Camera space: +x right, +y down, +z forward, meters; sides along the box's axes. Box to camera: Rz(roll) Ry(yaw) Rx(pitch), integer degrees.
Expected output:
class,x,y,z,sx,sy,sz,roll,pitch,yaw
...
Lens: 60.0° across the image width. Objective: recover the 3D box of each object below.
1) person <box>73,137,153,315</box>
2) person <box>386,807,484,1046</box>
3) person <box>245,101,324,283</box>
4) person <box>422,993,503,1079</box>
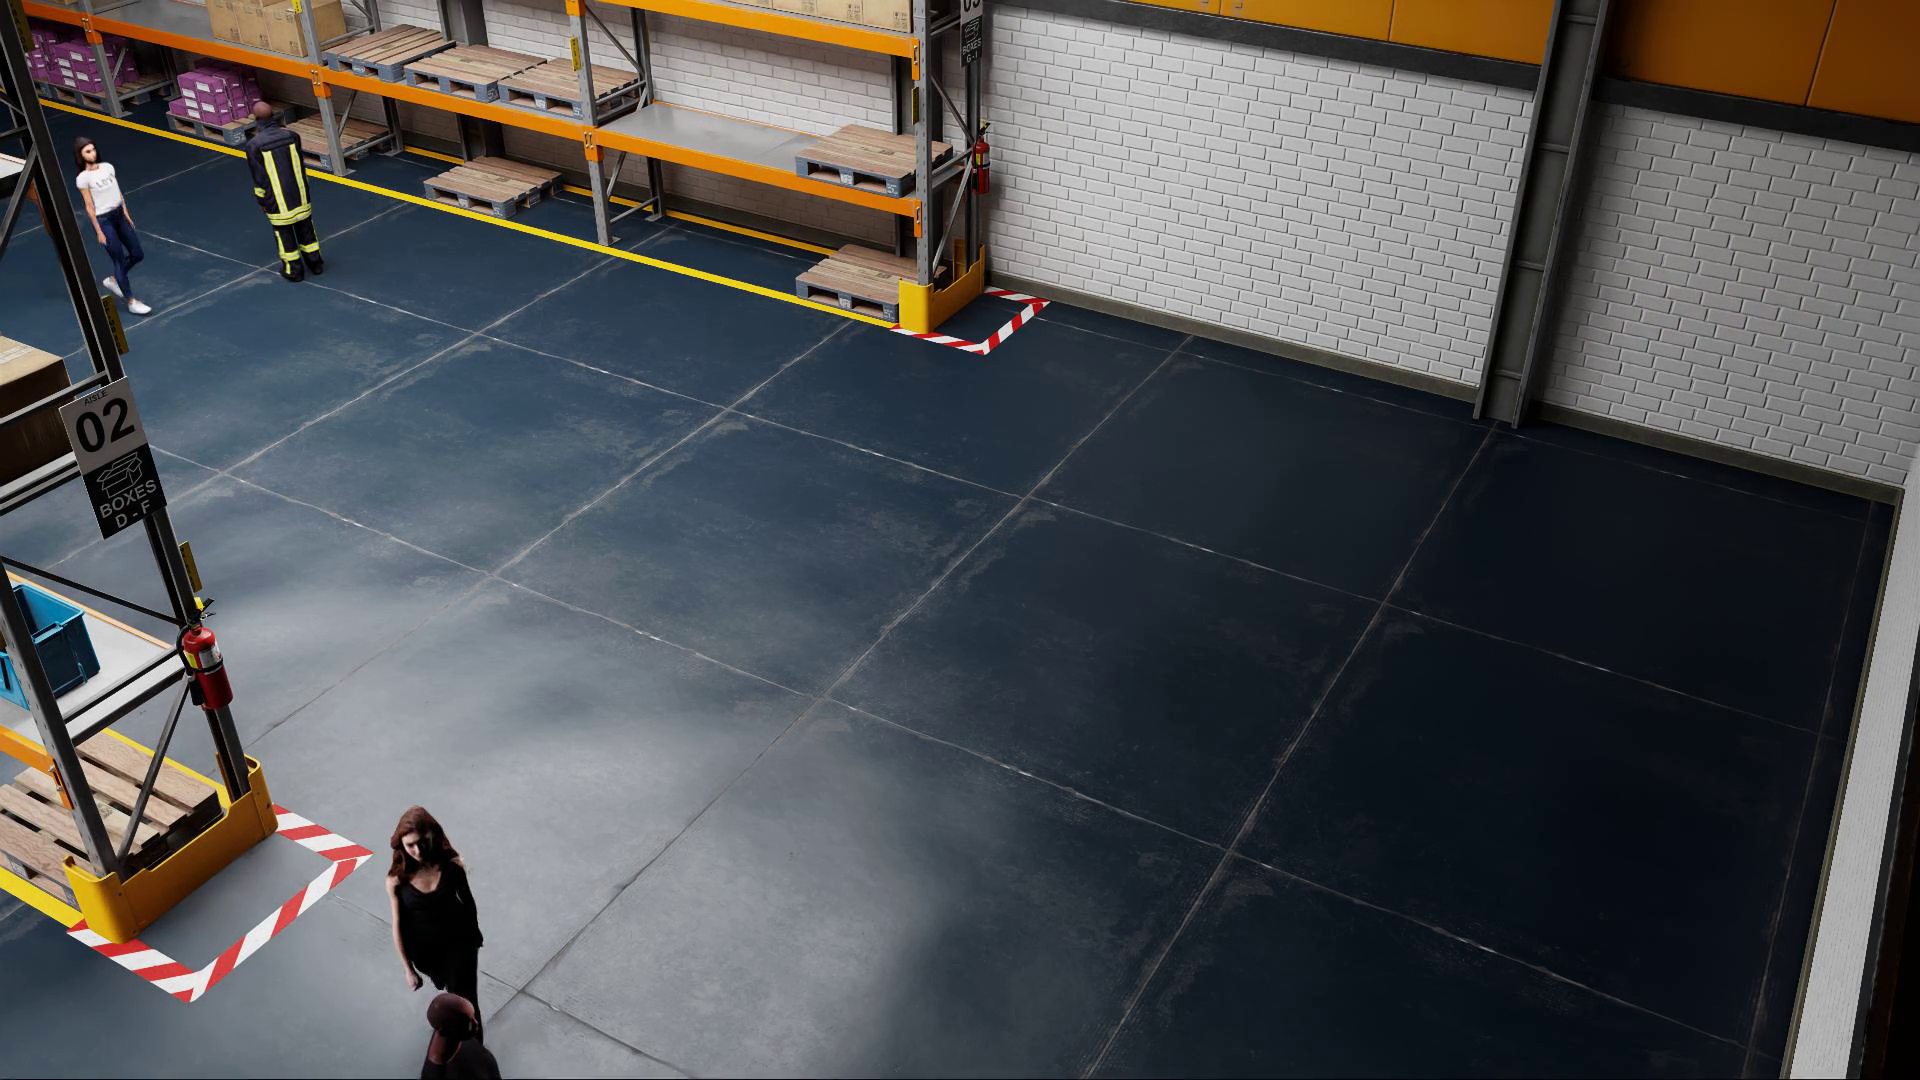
class,x,y,z,sx,sy,sz,roll,pitch,yaw
person,-8.242,-3.028,16.017,0.833,1.767,0.712,9,35,14
person,-2.675,1.986,8.527,1.045,1.706,1.190,-12,35,-17
person,-6.788,-3.522,16.709,0.752,1.822,0.794,28,43,35
person,-2.210,2.660,7.478,0.714,1.747,0.680,-4,34,-6
